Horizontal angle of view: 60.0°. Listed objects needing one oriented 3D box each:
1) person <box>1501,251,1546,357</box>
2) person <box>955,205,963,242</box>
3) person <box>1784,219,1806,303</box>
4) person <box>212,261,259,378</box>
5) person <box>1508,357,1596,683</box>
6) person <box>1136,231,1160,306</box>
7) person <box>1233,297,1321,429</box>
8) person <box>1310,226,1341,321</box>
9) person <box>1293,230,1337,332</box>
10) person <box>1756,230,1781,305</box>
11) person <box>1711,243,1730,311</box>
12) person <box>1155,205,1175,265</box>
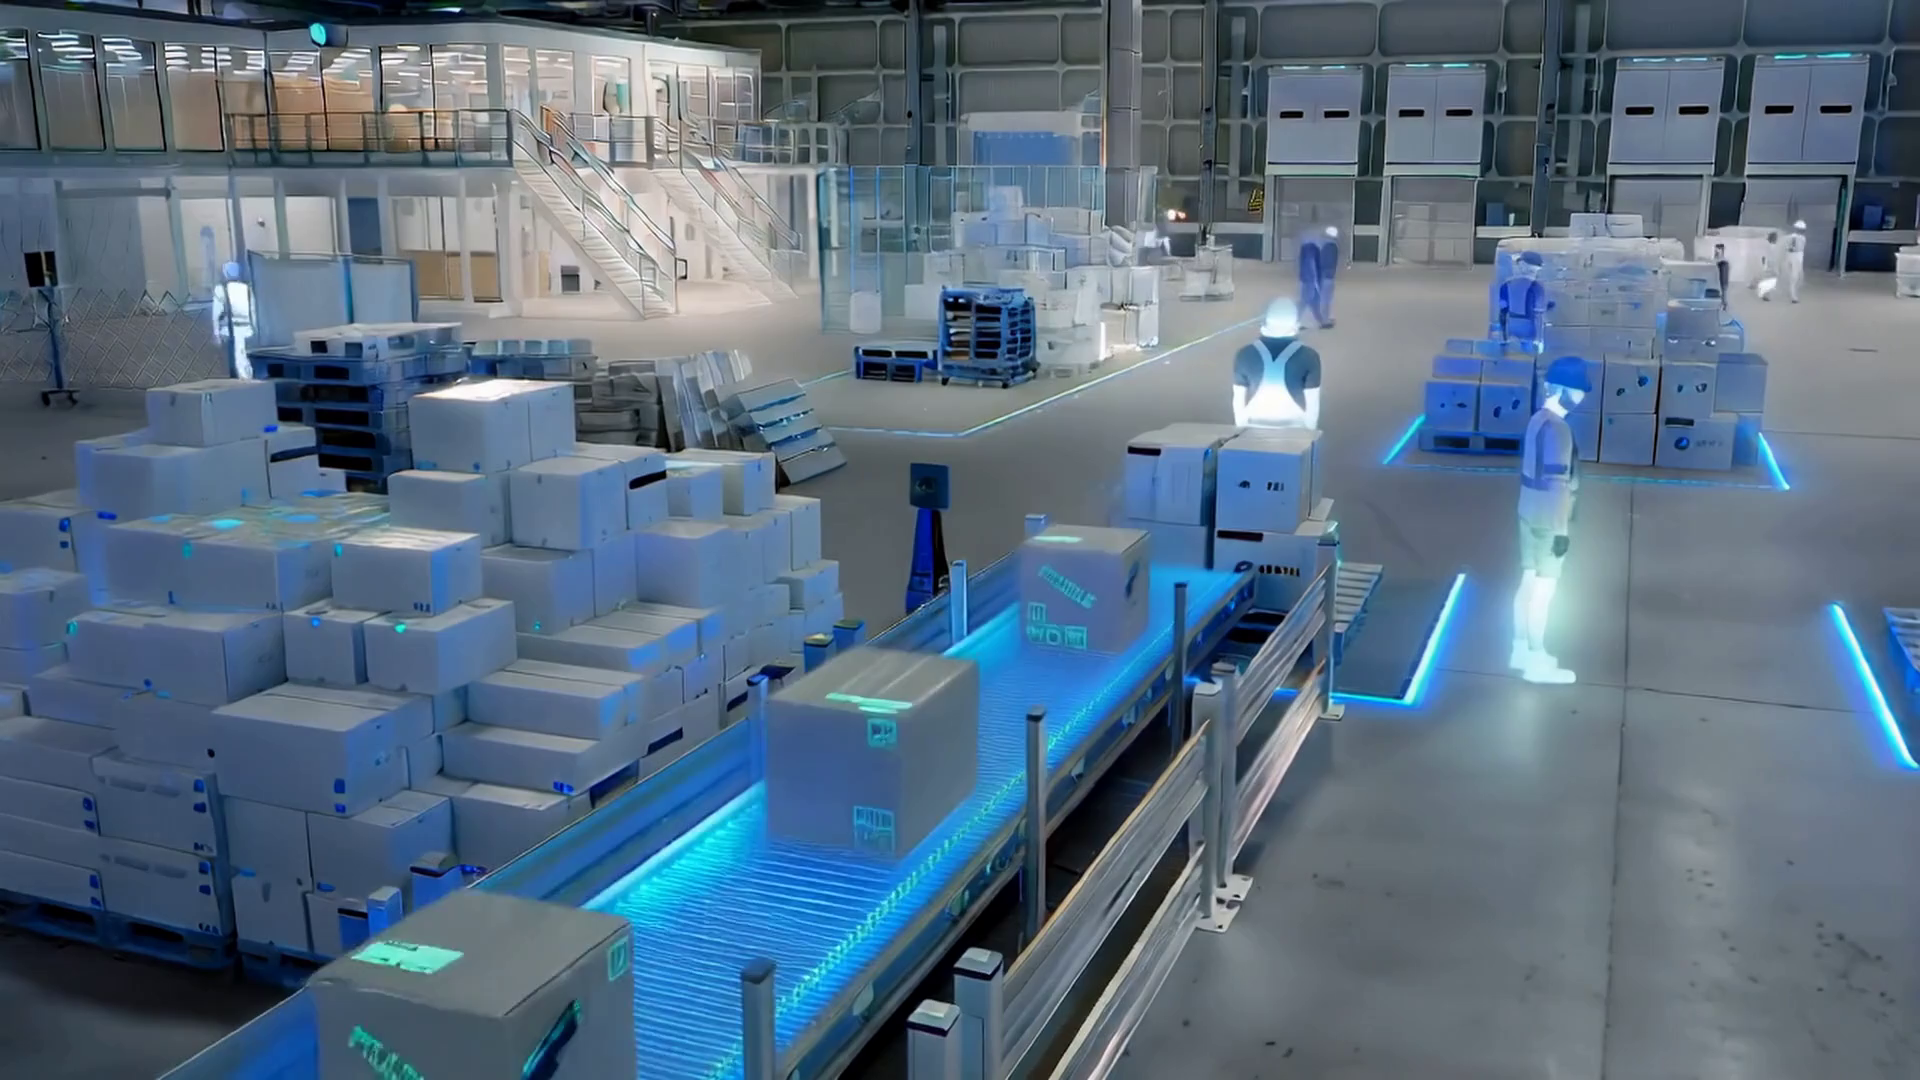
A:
[{"bbox_3d":[6.867,-2.491,20.267,0.381,2.039,0.606,-9,15,-35],"label":"person"},{"bbox_3d":[-0.009,-9.261,50.869,0.362,1.934,0.543,-11,17,-41],"label":"person"},{"bbox_3d":[19.018,-6.339,37.845,0.588,1.891,0.418,-7,14,-29],"label":"person"},{"bbox_3d":[-9.389,-2.704,21.648,0.899,1.853,0.582,9,16,36],"label":"person"},{"bbox_3d":[3.517,-0.122,9.888,0.374,1.928,0.542,1,13,2],"label":"person"},{"bbox_3d":[3.624,-5.084,32.385,0.452,1.821,0.639,-6,14,-26],"label":"person"},{"bbox_3d":[2.511,-0.915,13.187,0.684,2.000,0.535,4,13,19],"label":"person"},{"bbox_3d":[7.255,-5.229,32.847,0.441,1.911,0.588,-7,14,-27],"label":"person"},{"bbox_3d":[6.623,-4.816,31.018,1.017,1.887,0.655,-2,13,-11],"label":"person"},{"bbox_3d":[18.156,-6.097,37.246,0.570,1.670,0.538,-10,16,-37],"label":"person"},{"bbox_3d":[12.451,-3.932,27.178,0.708,1.842,0.527,10,16,37],"label":"person"},{"bbox_3d":[6.339,-9.460,51.808,0.683,1.923,1.052,-12,17,-43],"label":"person"}]
